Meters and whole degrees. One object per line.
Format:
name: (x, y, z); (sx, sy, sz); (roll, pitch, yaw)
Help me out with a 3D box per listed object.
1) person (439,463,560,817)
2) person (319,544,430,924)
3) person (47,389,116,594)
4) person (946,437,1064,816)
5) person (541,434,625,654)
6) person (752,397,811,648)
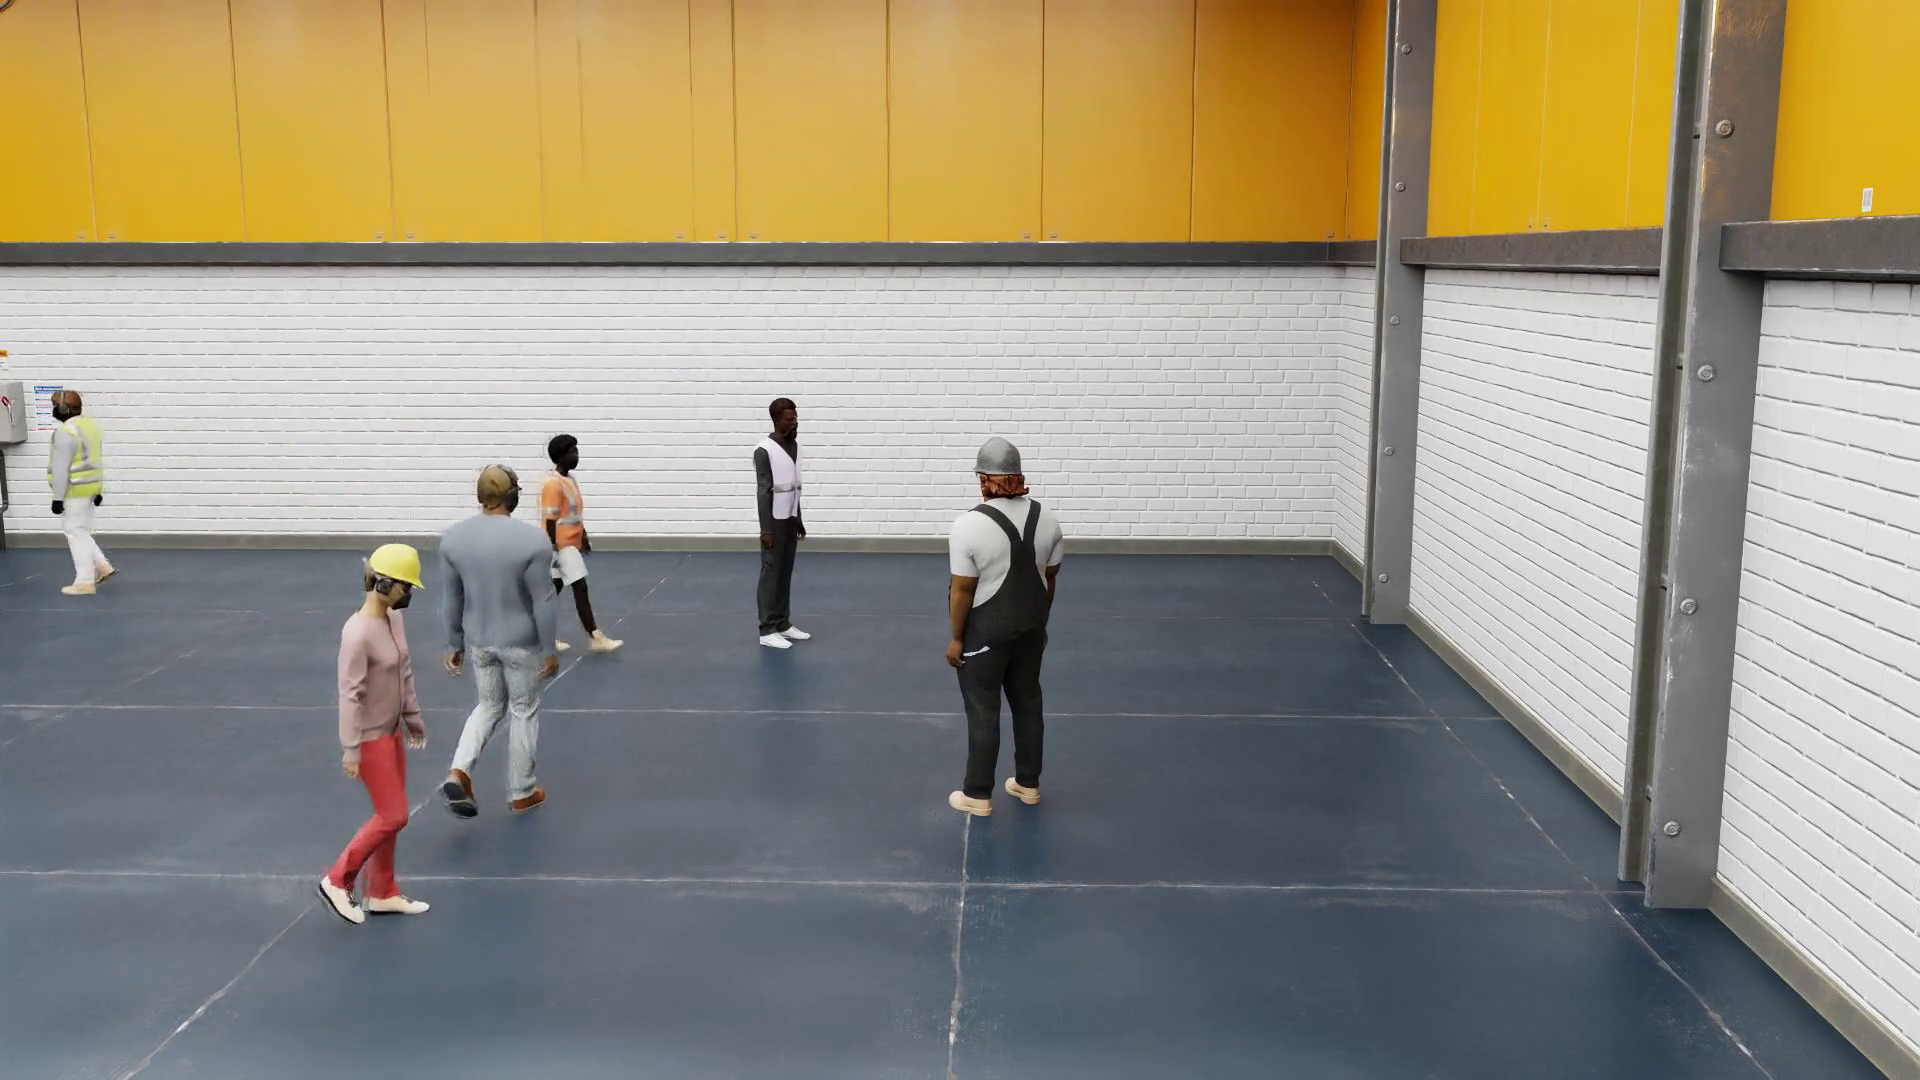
person: (-2.432, 0.555, 8.744); (0.633, 1.922, 0.640); (3, 10, 16)
person: (-2.570, 0.873, 7.407); (0.414, 1.730, 0.564); (0, 10, -2)
person: (-7.833, -0.418, 14.721); (0.445, 1.831, 0.631); (-2, 10, -9)
person: (0.181, 0.454, 8.982); (0.683, 2.000, 0.538); (-7, 12, -34)
person: (-2.856, 0.039, 12.470); (0.781, 1.662, 0.553); (0, 10, -2)
person: (-1.391, -0.144, 12.842); (0.398, 1.920, 0.590); (4, 10, 22)
